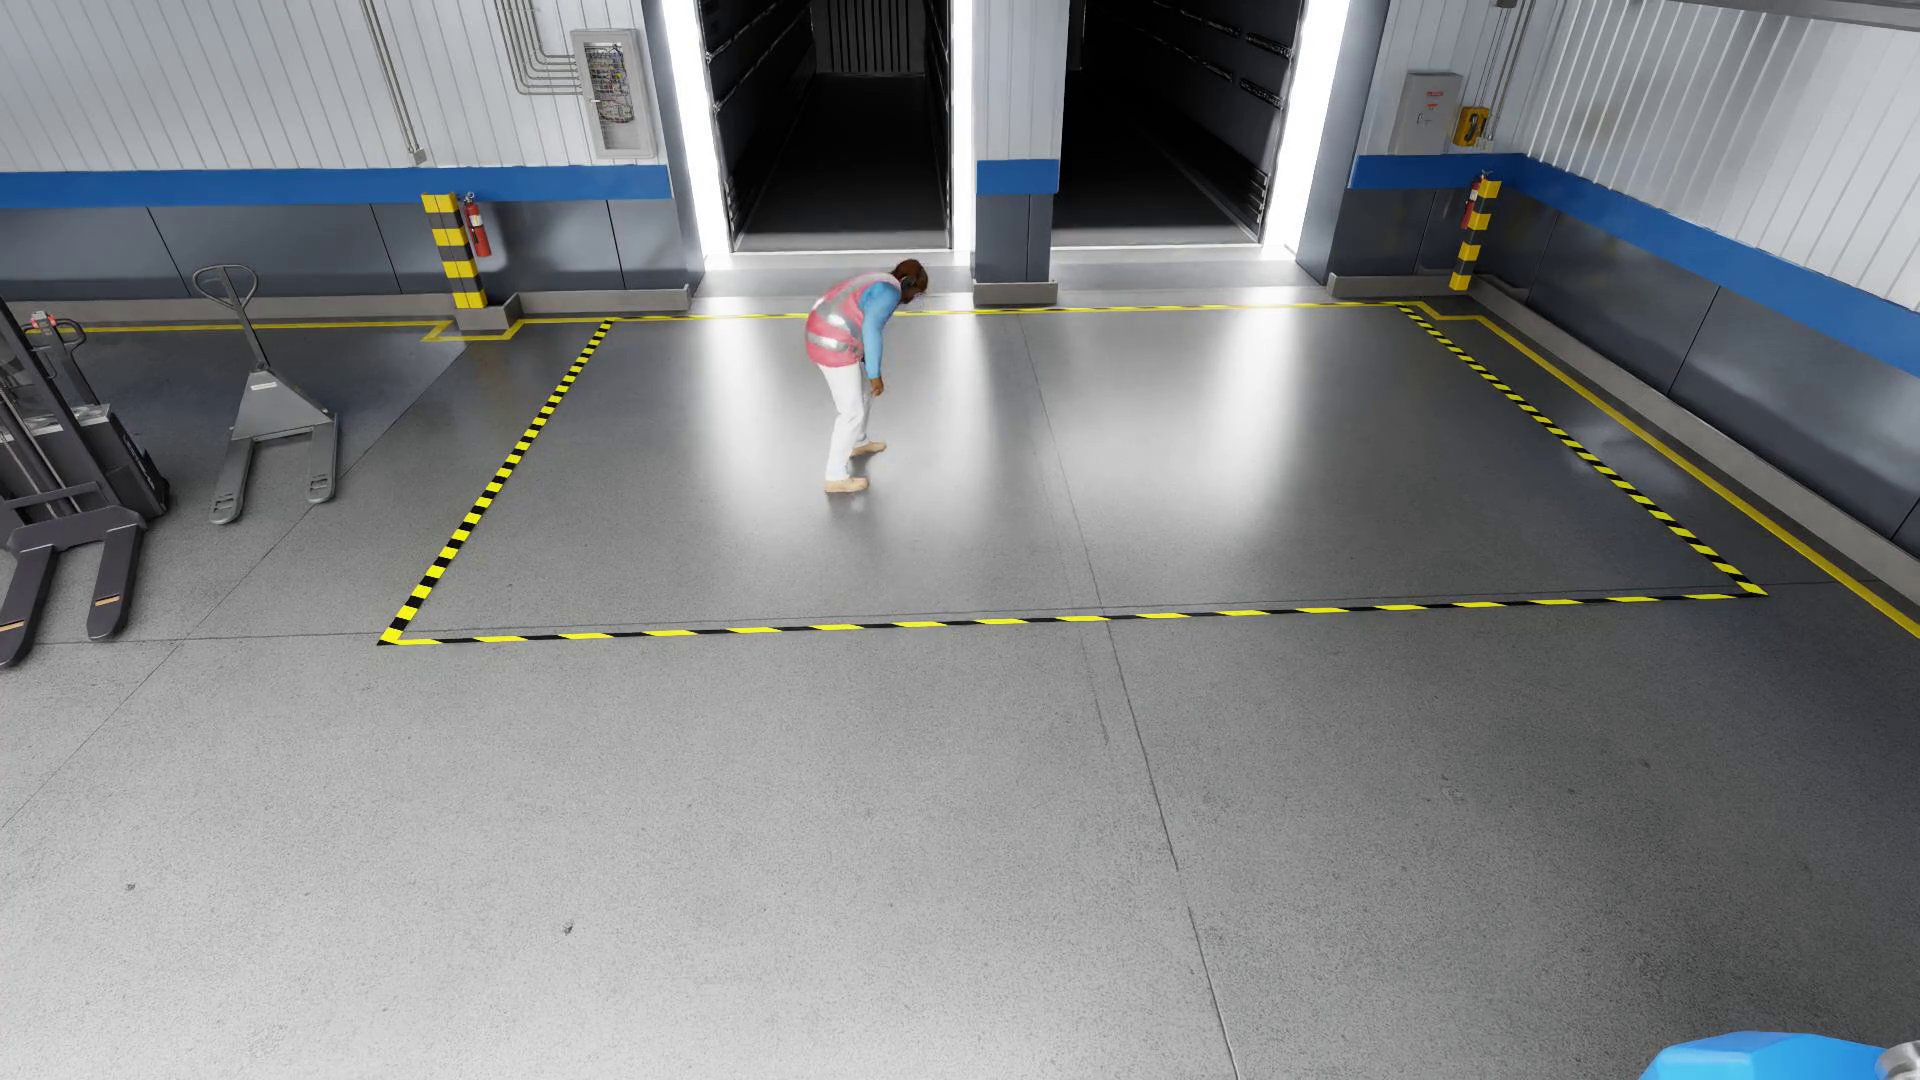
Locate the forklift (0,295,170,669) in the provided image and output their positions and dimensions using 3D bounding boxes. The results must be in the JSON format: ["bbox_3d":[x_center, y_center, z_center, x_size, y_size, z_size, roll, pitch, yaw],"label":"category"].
[{"bbox_3d":[-5.212,-0.618,4.878,0.823,1.965,1.885,-20,39,-26],"label":"forklift"}]

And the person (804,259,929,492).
[{"bbox_3d":[-0.584,-1.125,6.171,0.871,1.380,0.891,-10,36,-14],"label":"person"}]

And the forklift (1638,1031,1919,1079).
[{"bbox_3d":[2.856,1.540,1.466,2.680,2.036,1.157,11,36,16],"label":"forklift"}]

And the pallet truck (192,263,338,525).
[{"bbox_3d":[-4.778,-1.027,6.128,0.680,1.201,1.601,-17,38,-23],"label":"pallet truck"}]
